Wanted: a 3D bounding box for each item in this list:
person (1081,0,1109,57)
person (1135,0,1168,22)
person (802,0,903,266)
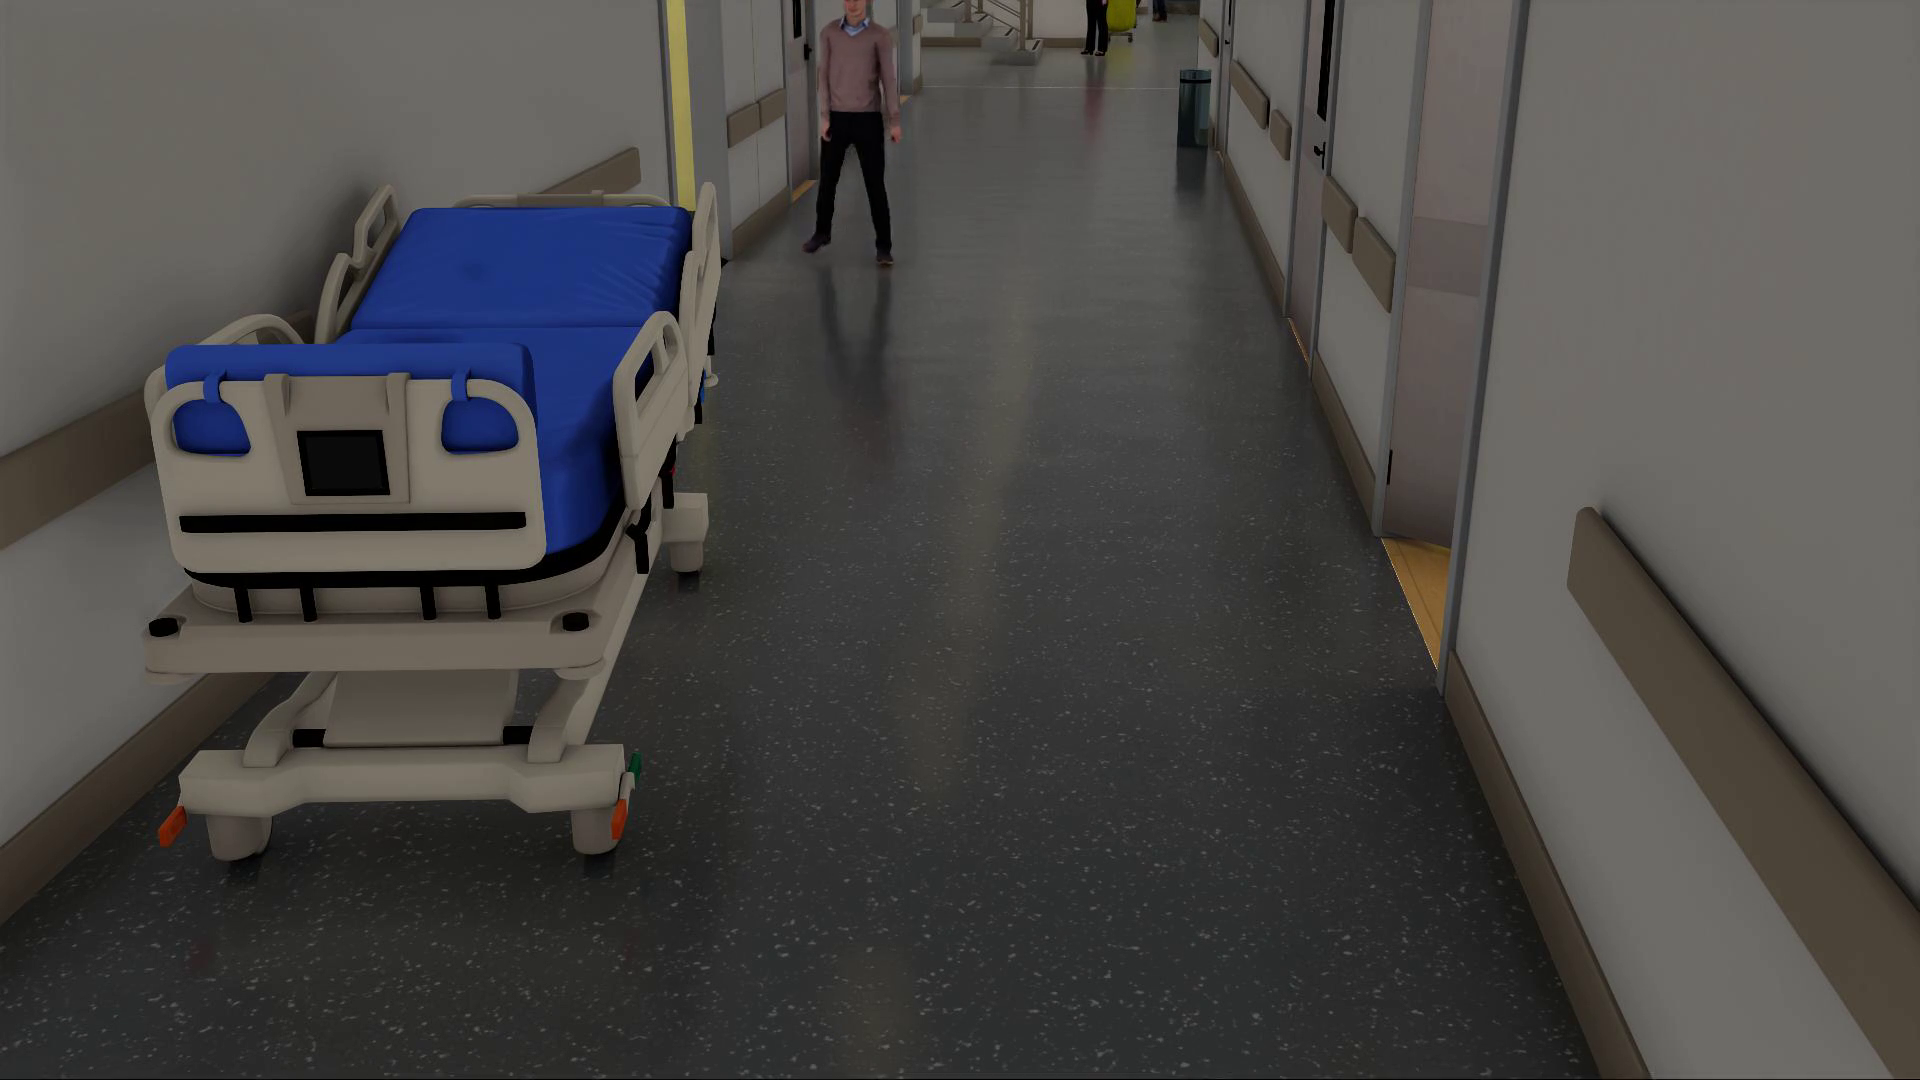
[{"bbox_3d":[2.139,-8.432,25.972,0.720,1.663,0.658,-17,26,-37],"label":"person"},{"bbox_3d":[3.920,-11.368,33.537,1.275,1.796,0.787,5,21,12],"label":"person"},{"bbox_3d":[-0.637,-2.648,10.525,0.755,1.788,0.966,4,21,11],"label":"person"}]
